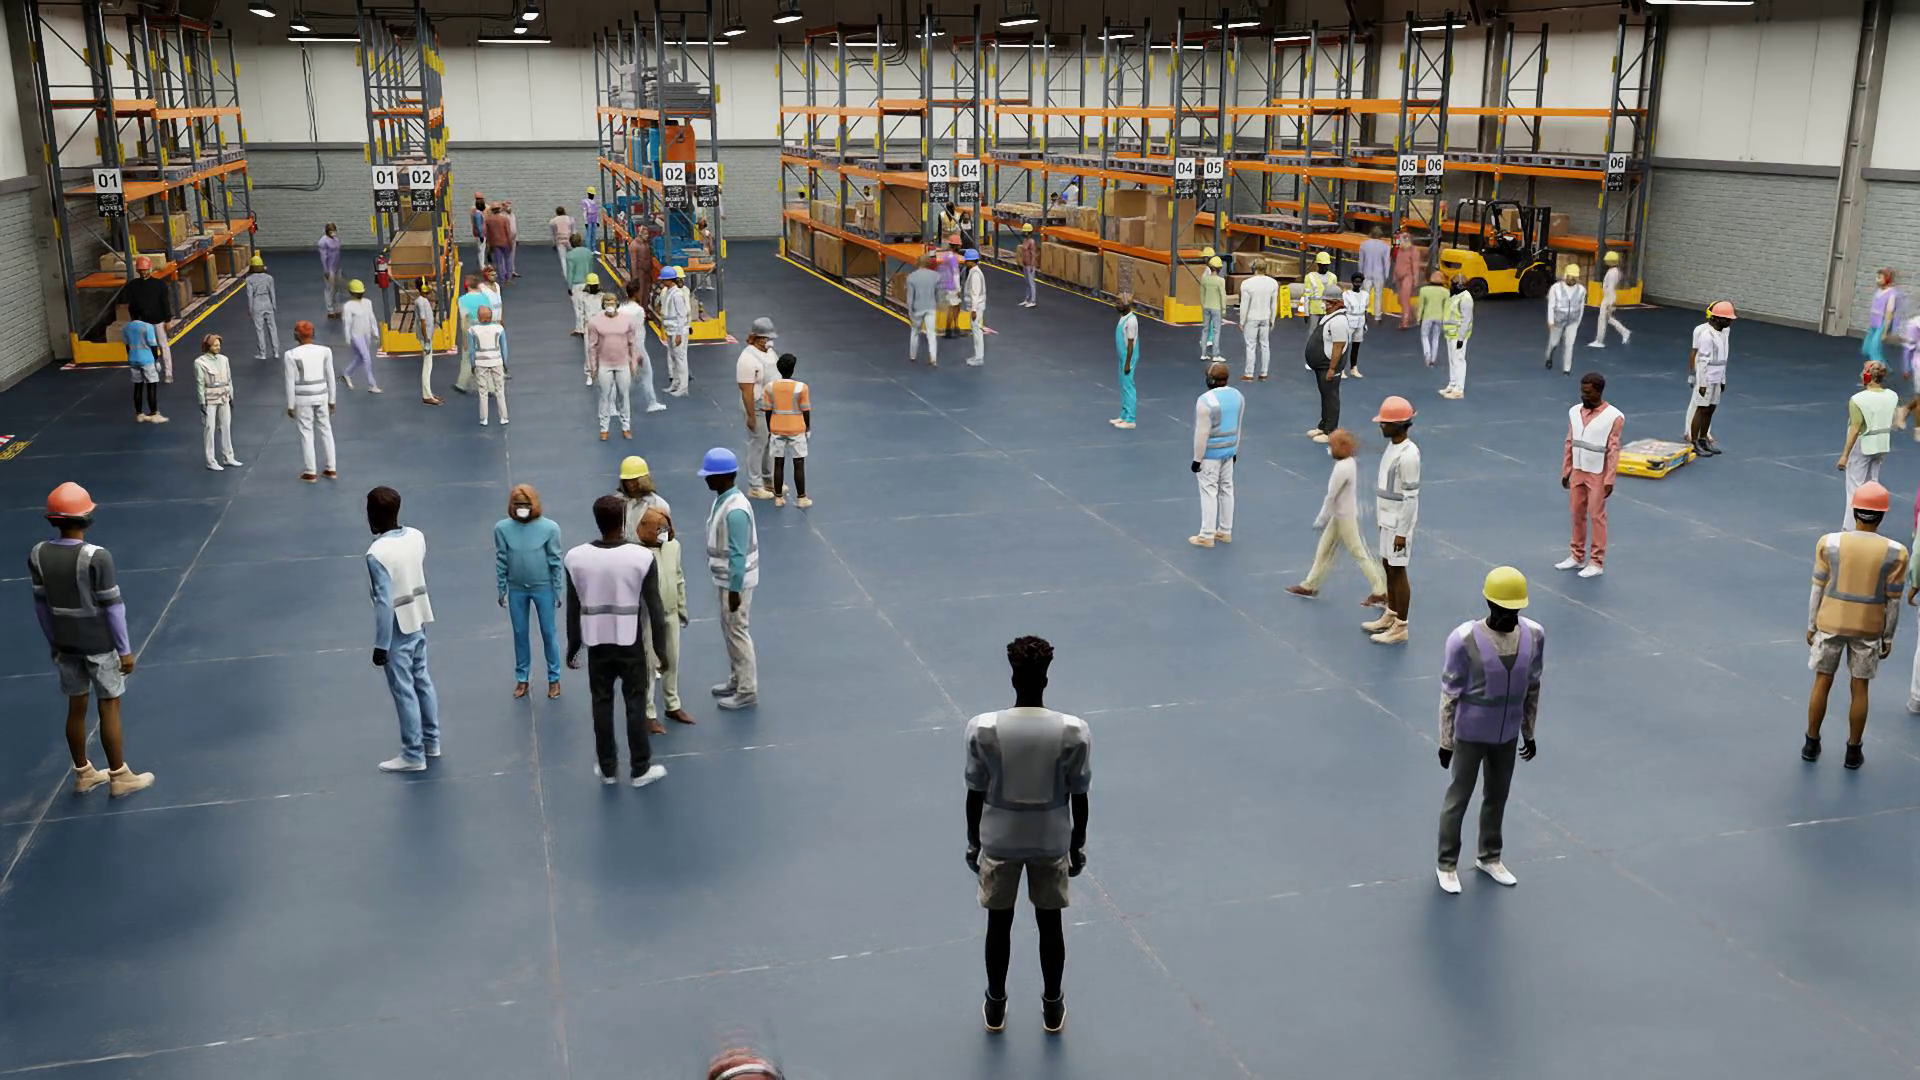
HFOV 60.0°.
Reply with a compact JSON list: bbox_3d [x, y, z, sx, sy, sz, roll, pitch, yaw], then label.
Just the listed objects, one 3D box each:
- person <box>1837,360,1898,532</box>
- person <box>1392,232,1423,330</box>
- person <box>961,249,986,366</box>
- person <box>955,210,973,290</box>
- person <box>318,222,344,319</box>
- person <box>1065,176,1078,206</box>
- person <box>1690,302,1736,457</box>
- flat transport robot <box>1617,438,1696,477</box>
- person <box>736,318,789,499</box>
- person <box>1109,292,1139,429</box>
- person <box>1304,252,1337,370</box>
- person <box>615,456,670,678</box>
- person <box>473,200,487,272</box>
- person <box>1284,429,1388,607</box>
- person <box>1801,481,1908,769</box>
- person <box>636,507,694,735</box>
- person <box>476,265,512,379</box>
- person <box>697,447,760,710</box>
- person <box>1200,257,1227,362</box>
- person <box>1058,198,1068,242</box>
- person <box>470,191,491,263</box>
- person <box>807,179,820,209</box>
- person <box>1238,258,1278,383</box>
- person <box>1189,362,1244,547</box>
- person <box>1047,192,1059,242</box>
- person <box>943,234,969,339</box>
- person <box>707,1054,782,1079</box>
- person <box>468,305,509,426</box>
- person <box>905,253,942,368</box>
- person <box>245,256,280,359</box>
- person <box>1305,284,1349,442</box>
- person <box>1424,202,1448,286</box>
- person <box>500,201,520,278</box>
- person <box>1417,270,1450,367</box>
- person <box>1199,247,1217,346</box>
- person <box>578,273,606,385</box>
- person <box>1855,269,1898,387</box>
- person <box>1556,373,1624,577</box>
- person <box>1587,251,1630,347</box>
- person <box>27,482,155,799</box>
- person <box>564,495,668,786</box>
[{"bbox_3d":[9.024,-0.866,16.568,0.569,1.845,0.385,-6,16,-22],"label":"person"},{"bbox_3d":[8.682,-4.996,32.061,0.662,1.870,0.667,-3,15,-11],"label":"person"},{"bbox_3d":[0.227,-3.887,27.772,0.420,1.939,0.603,-1,15,-2],"label":"person"},{"bbox_3d":[0.127,-6.742,38.682,0.505,1.846,0.347,-6,16,-20],"label":"person"},{"bbox_3d":[-12.692,-5.451,33.657,0.372,1.934,0.627,2,15,9],"label":"person"},{"bbox_3d":[3.618,-10.612,53.056,0.605,1.944,0.403,8,17,29],"label":"person"},{"bbox_3d":[9.359,-1.996,20.659,0.543,1.931,0.386,-12,19,-38],"label":"person"},{"bbox_3d":[8.371,-1.012,20.135,0.652,0.197,1.431,12,19,37],"label":"flat transport robot"},{"bbox_3d":[-2.168,-1.481,18.511,0.535,2.000,0.685,5,16,19],"label":"person"},{"bbox_3d":[2.231,-2.425,22.458,0.346,1.838,0.500,-2,15,-7],"label":"person"},{"bbox_3d":[5.909,-3.757,27.293,0.589,1.927,0.369,-5,16,-19],"label":"person"},{"bbox_3d":[-2.444,0.209,12.719,0.487,1.744,0.312,3,15,10],"label":"person"},{"bbox_3d":[-12.246,-7.789,42.628,0.430,1.845,0.619,-3,15,-12],"label":"person"},{"bbox_3d":[3.368,-0.200,14.577,0.920,1.580,0.494,5,16,17],"label":"person"},{"bbox_3d":[5.921,0.563,11.046,0.539,1.929,0.389,8,17,27],"label":"person"},{"bbox_3d":[-2.109,0.553,11.657,0.289,1.623,0.507,10,18,32],"label":"person"},{"bbox_3d":[-7.379,-3.405,26.163,0.411,1.831,0.571,3,15,12],"label":"person"},{"bbox_3d":[-1.678,0.272,12.124,0.423,1.935,0.614,-5,16,-17],"label":"person"},{"bbox_3d":[4.292,-3.901,28.143,0.308,1.769,0.524,-14,20,-42],"label":"person"},{"bbox_3d":[2.887,-8.785,46.542,0.327,1.752,0.562,12,19,39],"label":"person"},{"bbox_3d":[-12.887,-8.413,44.817,0.586,1.921,0.503,-6,16,-22],"label":"person"},{"bbox_3d":[-4.598,-10.265,51.760,0.364,1.935,0.553,7,16,25],"label":"person"},{"bbox_3d":[4.655,-3.436,26.060,0.635,1.938,0.361,-5,16,-17],"label":"person"},{"bbox_3d":[2.524,-0.852,16.526,0.633,1.841,0.429,-12,19,-39],"label":"person"},{"bbox_3d":[2.569,-8.581,45.547,0.513,1.876,0.328,-3,15,-12],"label":"person"},{"bbox_3d":[-0.066,-4.688,30.800,0.520,1.915,0.592,-3,15,-12],"label":"person"},{"bbox_3d":[-0.574,2.245,4.809,0.693,1.877,0.667,-5,16,-18],"label":"person"},{"bbox_3d":[-6.402,-2.368,22.610,0.514,1.643,0.307,-4,16,-16],"label":"person"},{"bbox_3d":[-0.599,-3.799,27.569,0.616,1.887,1.004,-3,15,-11],"label":"person"},{"bbox_3d":[-11.958,-3.974,28.460,0.309,1.743,0.494,14,20,41],"label":"person"},{"bbox_3d":[4.744,-2.294,21.568,0.537,2.000,0.682,1,15,3],"label":"person"},{"bbox_3d":[11.068,-6.835,38.686,0.417,2.034,0.603,2,15,7],"label":"person"},{"bbox_3d":[-11.181,-7.444,41.231,0.398,1.900,0.650,5,16,19],"label":"person"},{"bbox_3d":[7.821,-3.652,27.494,0.513,1.613,0.451,2,15,9],"label":"person"},{"bbox_3d":[4.467,-4.371,29.911,0.330,1.769,0.526,2,15,7],"label":"person"},{"bbox_3d":[-5.659,-3.270,25.833,0.486,1.736,0.320,-4,15,-14],"label":"person"},{"bbox_3d":[14.137,-3.240,25.521,0.472,1.832,0.593,2,15,8],"label":"person"},{"bbox_3d":[5.886,-0.620,15.539,0.403,1.907,0.599,-8,17,-27],"label":"person"},{"bbox_3d":[11.644,-4.296,29.692,0.612,1.724,0.497,8,17,27],"label":"person"},{"bbox_3d":[-5.506,0.639,10.520,0.614,2.047,0.361,4,15,14],"label":"person"},{"bbox_3d":[-2.212,0.666,10.712,0.680,1.899,0.403,0,15,-1],"label":"person"}]
